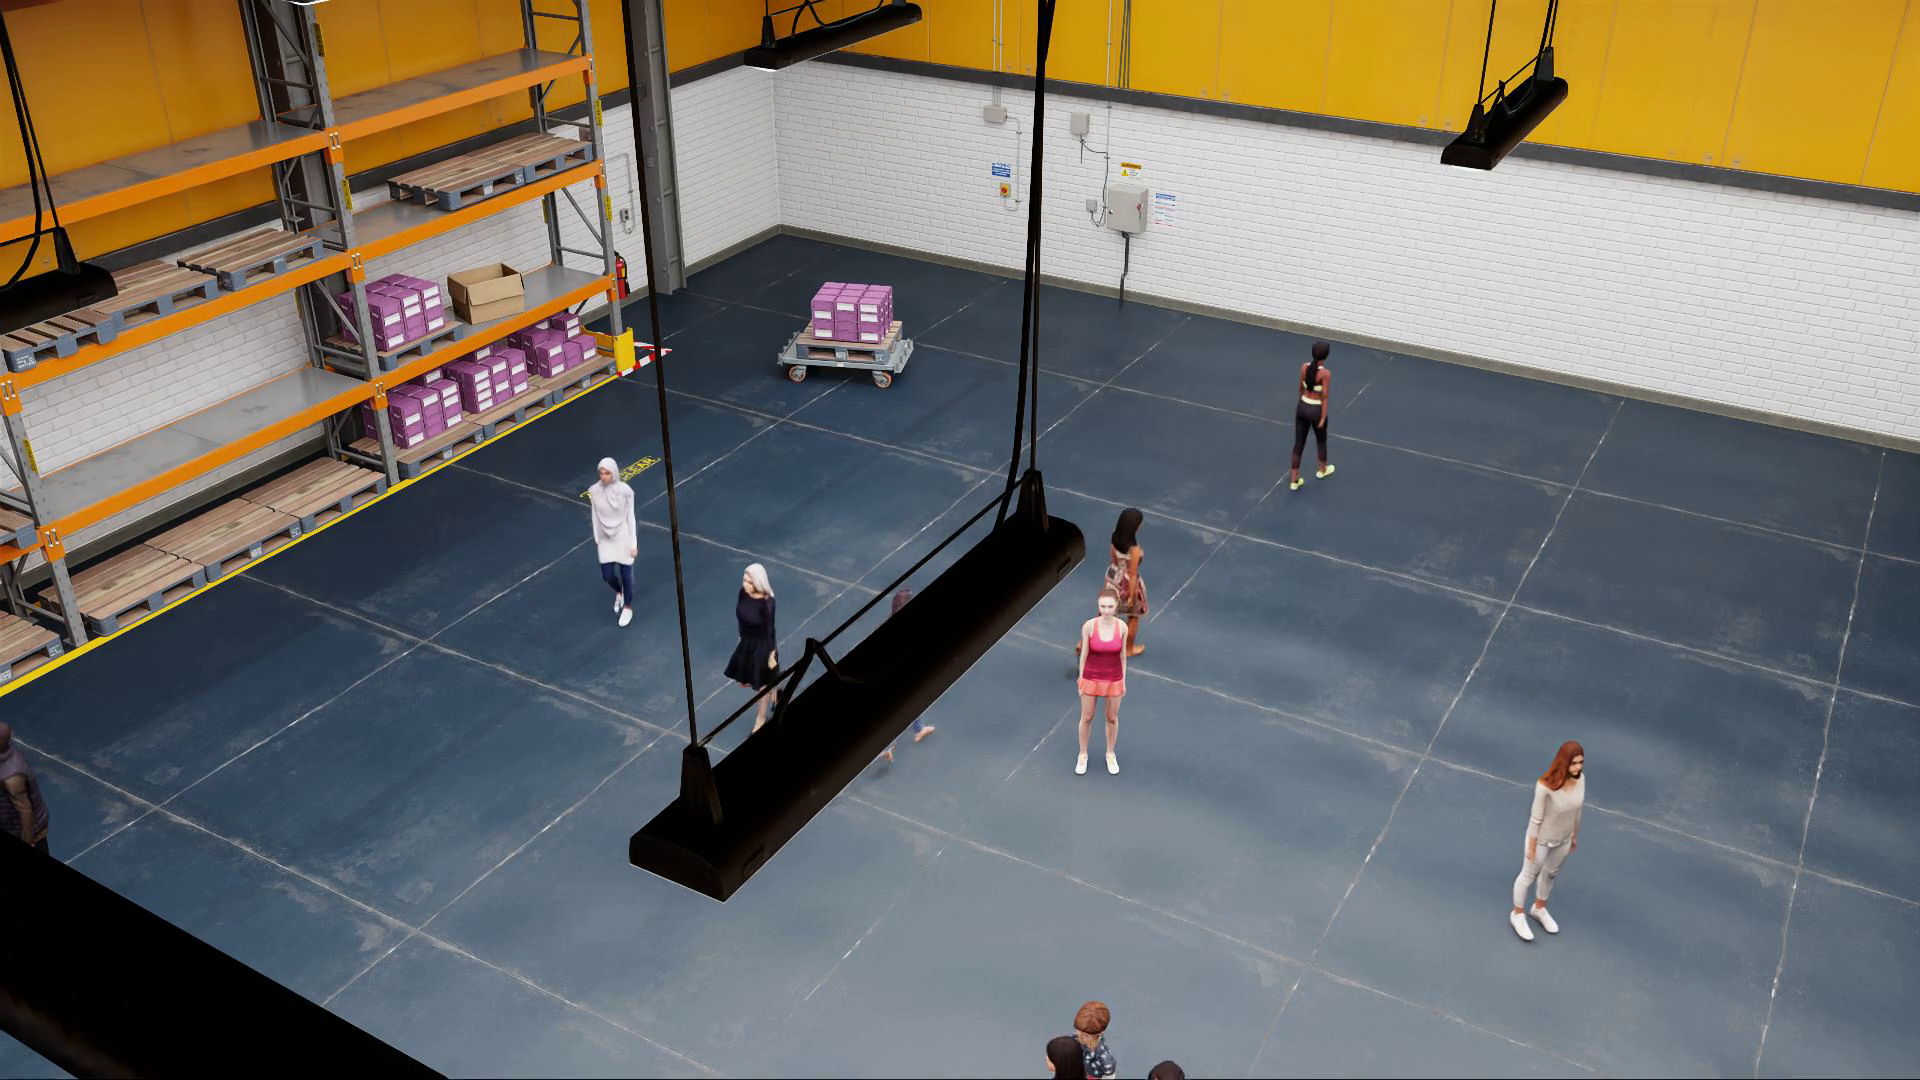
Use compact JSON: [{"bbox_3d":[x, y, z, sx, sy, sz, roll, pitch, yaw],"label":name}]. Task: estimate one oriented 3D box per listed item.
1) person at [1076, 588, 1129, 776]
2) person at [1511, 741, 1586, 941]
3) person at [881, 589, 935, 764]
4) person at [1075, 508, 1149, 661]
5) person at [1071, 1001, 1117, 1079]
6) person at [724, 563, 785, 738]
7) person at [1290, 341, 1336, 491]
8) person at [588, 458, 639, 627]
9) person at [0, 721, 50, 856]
[{"bbox_3d":[1.199,1.174,13.969,0.665,1.754,0.699,0,29,0],"label":"person"},{"bbox_3d":[4.323,2.163,12.202,0.643,1.709,0.721,-11,30,-19],"label":"person"},{"bbox_3d":[-0.471,1.167,14.150,0.719,1.592,1.052,22,36,35],"label":"person"},{"bbox_3d":[1.443,0.458,15.421,1.127,1.620,0.912,-18,34,-30],"label":"person"},{"bbox_3d":[0.794,3.394,10.227,0.573,1.439,0.567,-21,35,-33],"label":"person"},{"bbox_3d":[-1.699,0.934,14.426,0.680,1.737,0.833,22,36,35],"label":"person"},{"bbox_3d":[3.886,-1.368,18.655,0.674,1.728,0.964,21,35,33],"label":"person"},{"bbox_3d":[-3.302,-0.030,16.163,0.731,1.766,0.776,3,29,6],"label":"person"},{"bbox_3d":[-6.852,2.094,12.196,0.718,1.836,0.769,-21,35,-33],"label":"person"}]
